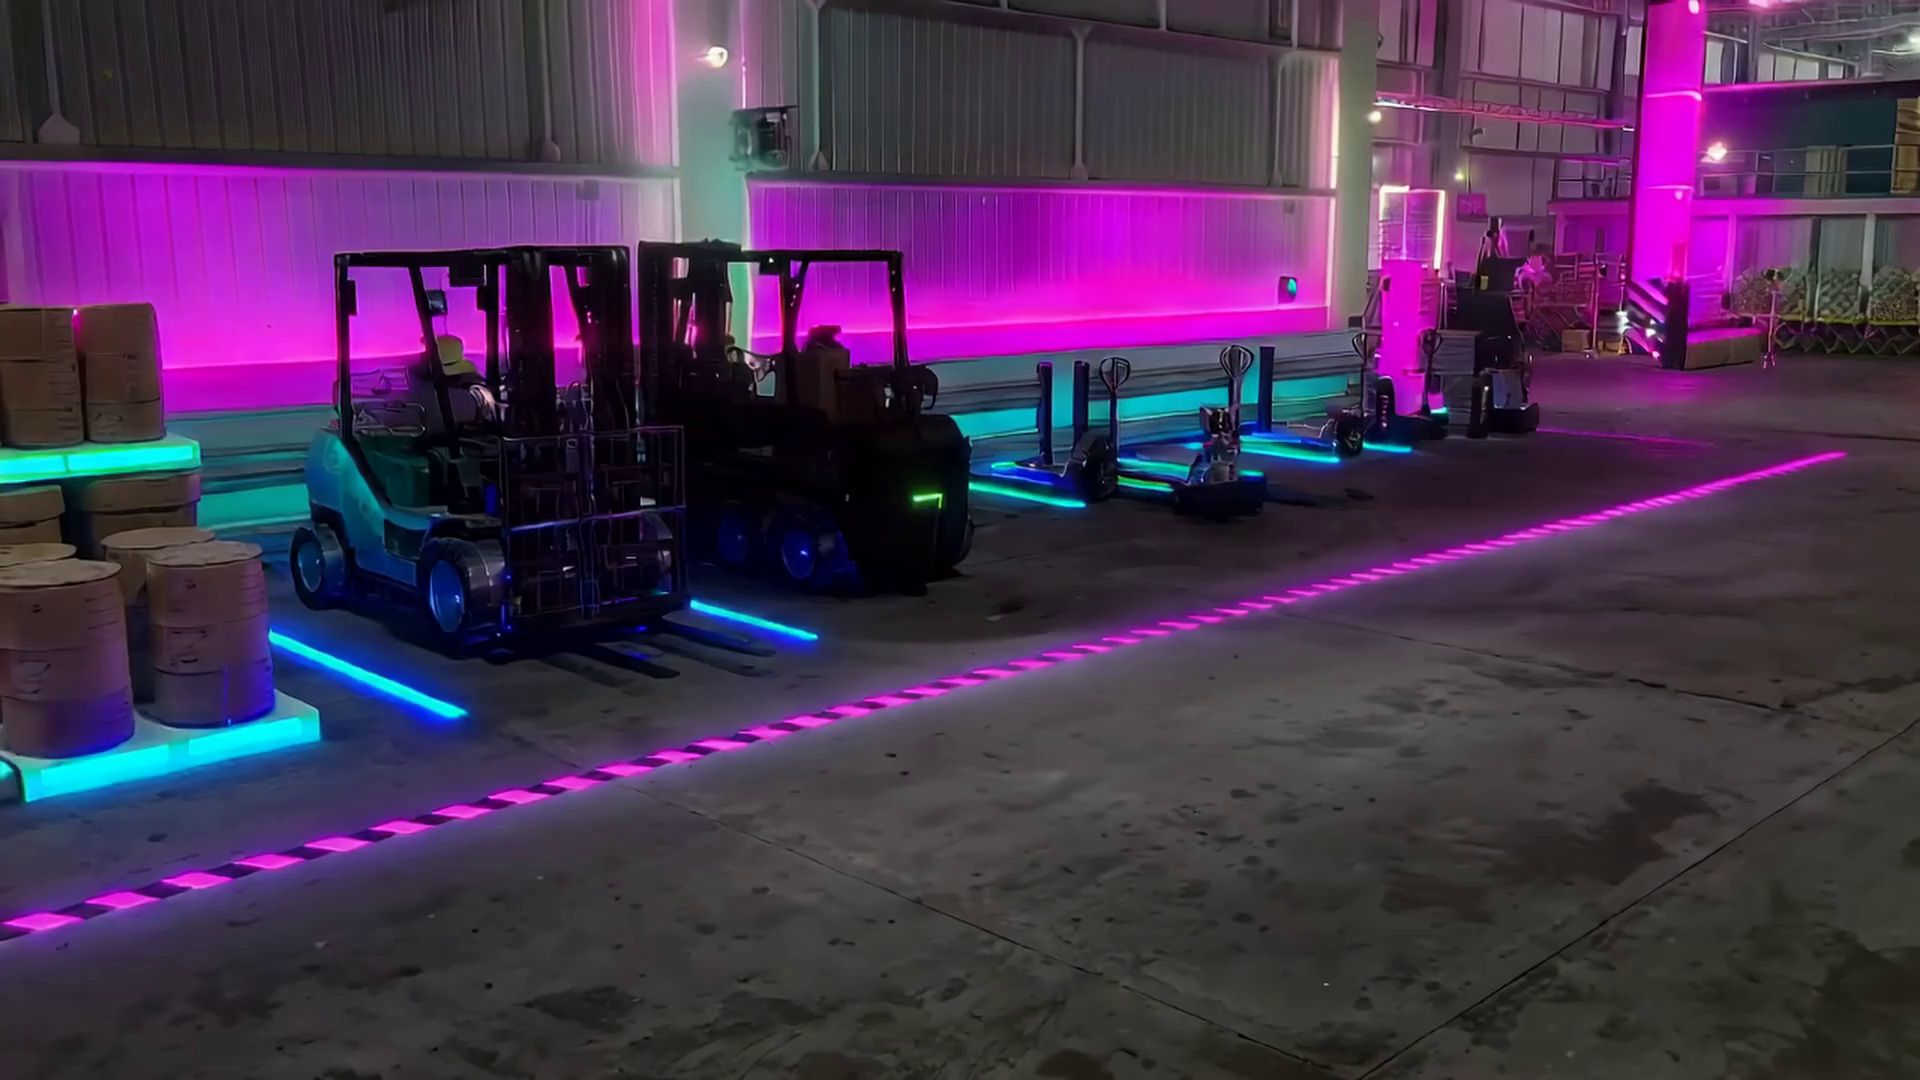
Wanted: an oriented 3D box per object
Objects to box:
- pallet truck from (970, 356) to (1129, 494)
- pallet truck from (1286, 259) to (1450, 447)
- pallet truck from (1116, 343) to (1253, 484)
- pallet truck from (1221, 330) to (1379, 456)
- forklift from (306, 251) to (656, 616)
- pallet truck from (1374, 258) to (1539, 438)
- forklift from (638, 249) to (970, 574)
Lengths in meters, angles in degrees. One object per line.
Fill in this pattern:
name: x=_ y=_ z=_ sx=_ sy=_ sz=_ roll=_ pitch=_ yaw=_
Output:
pallet truck: x=0.784 y=-1.085 z=14.876 sx=0.680 sy=1.201 sz=1.601 roll=-10 pitch=14 yaw=-44
pallet truck: x=4.493 y=-2.078 z=18.196 sx=0.823 sy=1.965 sz=1.885 roll=-9 pitch=14 yaw=-40
pallet truck: x=1.962 y=-1.215 z=15.415 sx=1.522 sy=1.261 sz=0.704 roll=10 pitch=14 yaw=43
pallet truck: x=3.563 y=-1.581 z=17.381 sx=0.653 sy=1.274 sz=1.630 roll=-10 pitch=14 yaw=-44
forklift: x=-2.833 y=-0.669 z=9.694 sx=1.157 sy=1.987 sz=2.680 roll=-10 pitch=14 yaw=-44
pallet truck: x=5.704 y=-2.208 z=18.901 sx=1.885 sy=1.965 sz=0.823 roll=10 pitch=14 yaw=43
forklift: x=-1.173 y=-0.958 z=11.239 sx=2.680 sy=1.987 sz=1.157 roll=10 pitch=14 yaw=43
